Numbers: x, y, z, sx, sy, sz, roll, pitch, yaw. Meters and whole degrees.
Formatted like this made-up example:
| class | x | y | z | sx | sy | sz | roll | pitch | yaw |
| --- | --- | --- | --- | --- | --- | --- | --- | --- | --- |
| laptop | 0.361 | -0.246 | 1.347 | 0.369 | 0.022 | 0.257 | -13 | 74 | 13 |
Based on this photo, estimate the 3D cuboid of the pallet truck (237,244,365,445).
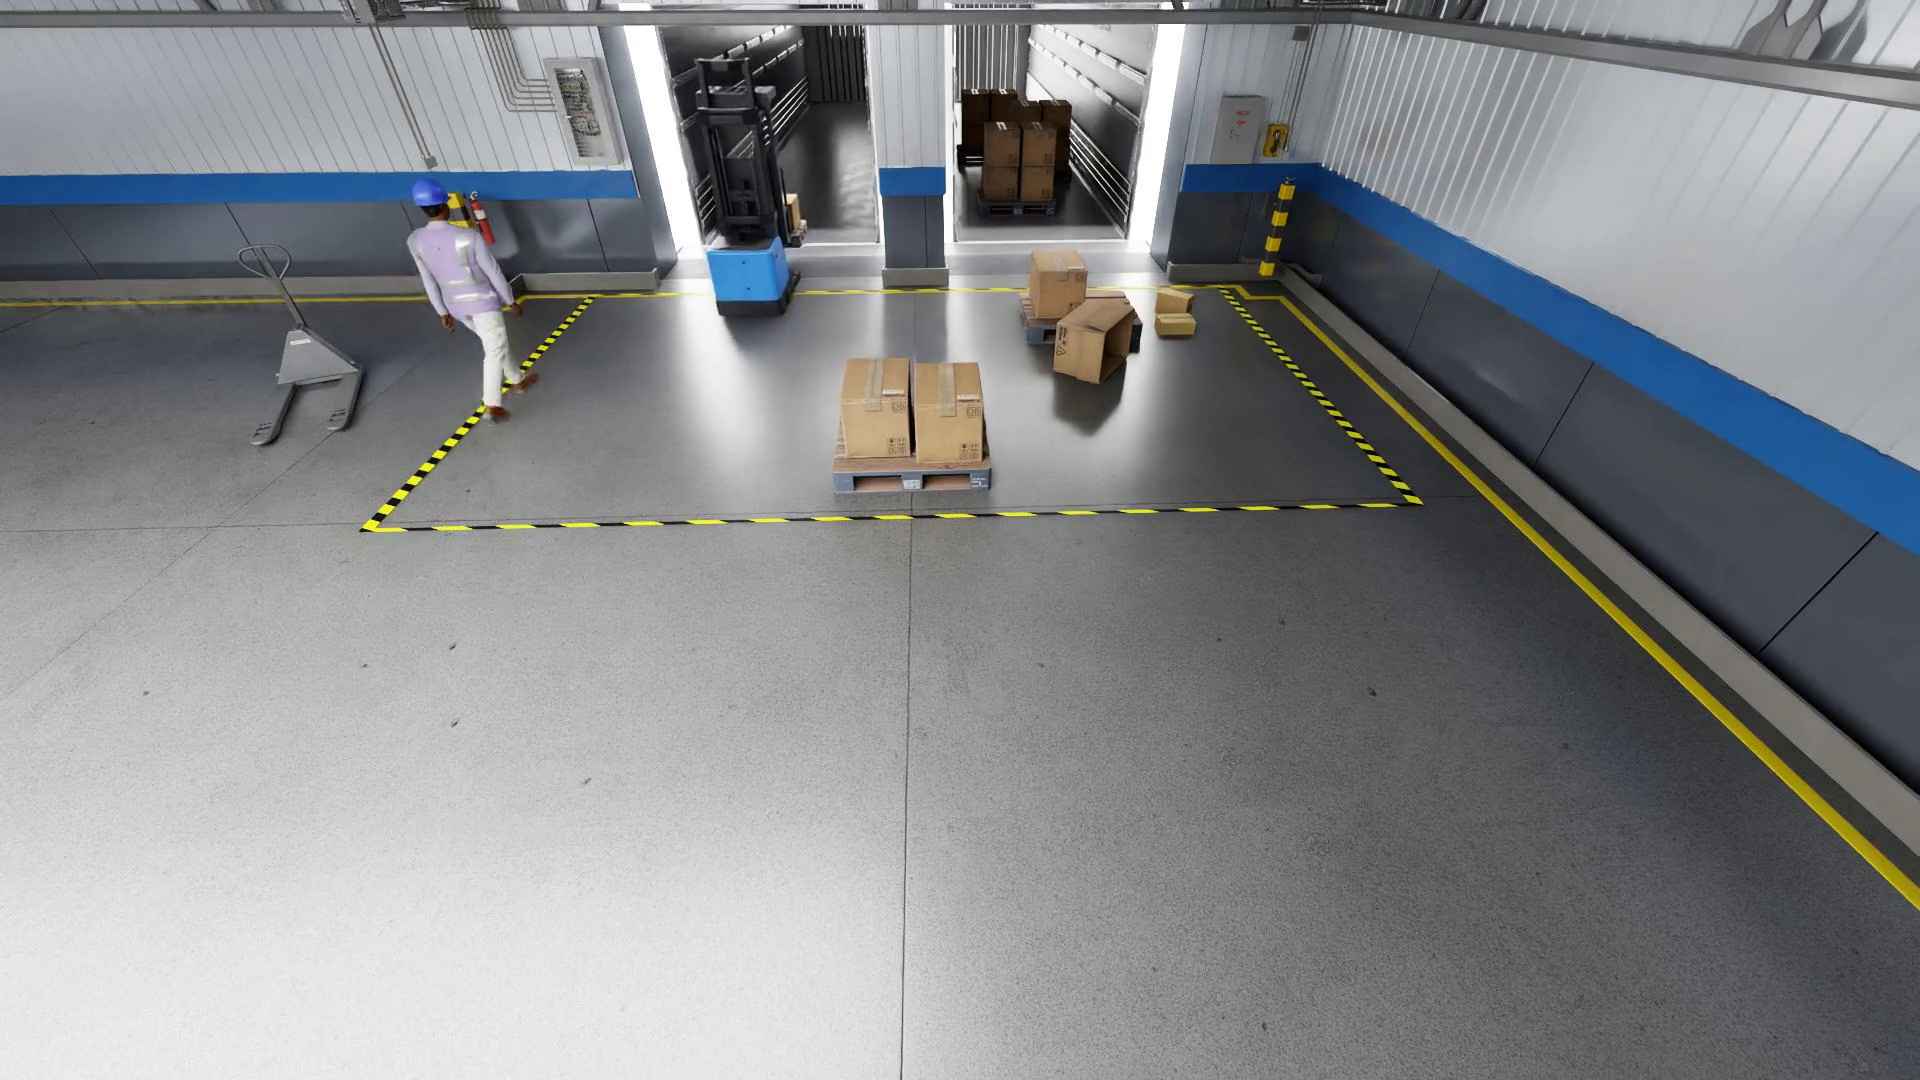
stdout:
| class | x | y | z | sx | sy | sz | roll | pitch | yaw |
| --- | --- | --- | --- | --- | --- | --- | --- | --- | --- |
| pallet truck | -5.915 | -1.733 | 6.366 | 0.680 | 1.201 | 1.601 | -18 | 42 | -21 |

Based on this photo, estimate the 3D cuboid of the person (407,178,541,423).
| class | x | y | z | sx | sy | sz | roll | pitch | yaw |
| --- | --- | --- | --- | --- | --- | --- | --- | --- | --- |
| person | -4.075 | -1.974 | 6.143 | 0.599 | 1.901 | 1.007 | 3 | 39 | 3 |

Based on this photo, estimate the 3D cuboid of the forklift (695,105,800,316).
| class | x | y | z | sx | sy | sz | roll | pitch | yaw |
| --- | --- | --- | --- | --- | --- | --- | --- | --- | --- |
| forklift | -2.380 | -3.550 | 8.009 | 0.716 | 2.013 | 0.776 | -1 | 38 | -1 |
